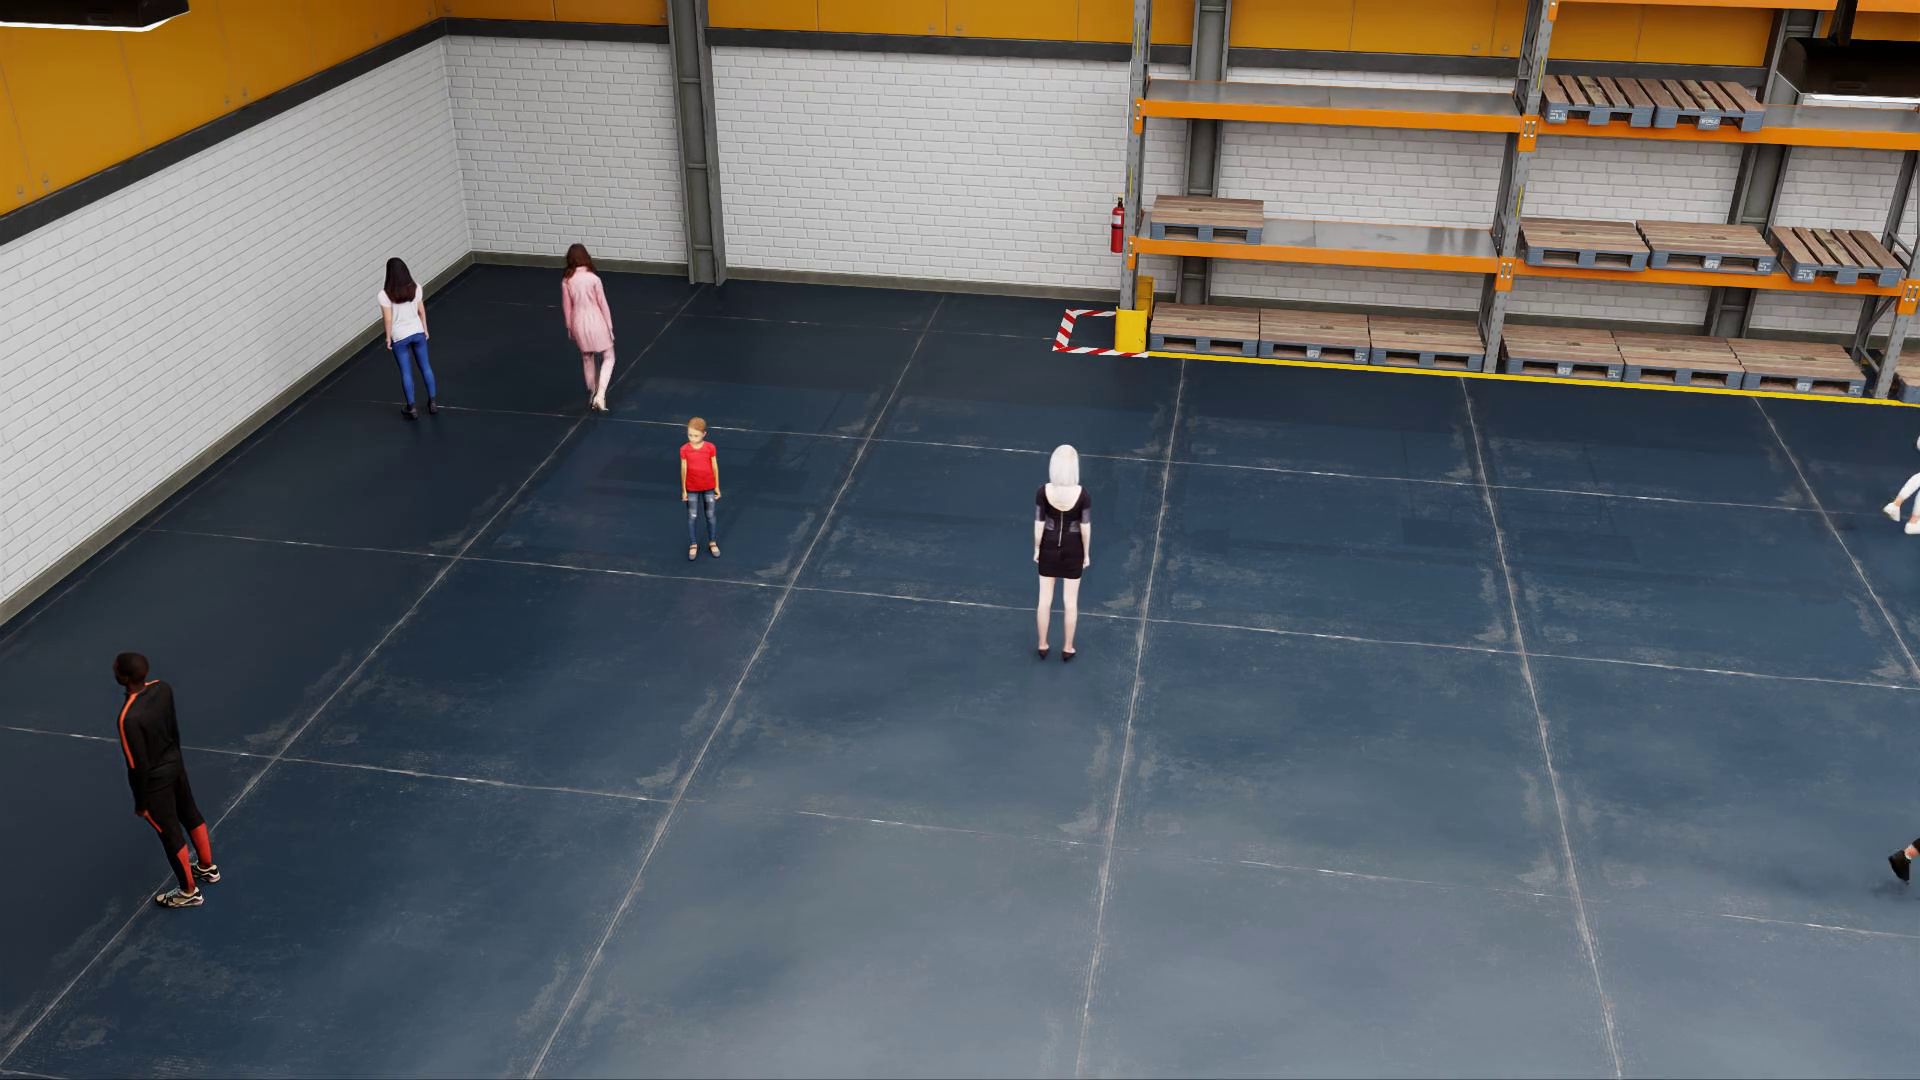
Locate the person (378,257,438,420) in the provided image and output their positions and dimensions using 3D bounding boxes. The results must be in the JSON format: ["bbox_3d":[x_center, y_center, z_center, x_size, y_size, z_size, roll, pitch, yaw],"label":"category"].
[{"bbox_3d":[-5.566,-2.032,16.783,0.676,1.685,0.725,-20,35,-33],"label":"person"}]

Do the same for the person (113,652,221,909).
[{"bbox_3d":[-4.925,1.456,10.259,0.524,1.809,0.617,4,29,7],"label":"person"}]

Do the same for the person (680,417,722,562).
[{"bbox_3d":[-2.233,-0.466,14.305,0.512,1.309,0.602,-6,29,-10],"label":"person"}]

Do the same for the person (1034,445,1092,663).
[{"bbox_3d":[0.771,0.116,12.692,0.420,1.832,0.633,4,29,8],"label":"person"}]

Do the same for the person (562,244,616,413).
[{"bbox_3d":[-3.746,-2.089,16.774,0.636,1.794,0.725,3,29,6],"label":"person"}]
